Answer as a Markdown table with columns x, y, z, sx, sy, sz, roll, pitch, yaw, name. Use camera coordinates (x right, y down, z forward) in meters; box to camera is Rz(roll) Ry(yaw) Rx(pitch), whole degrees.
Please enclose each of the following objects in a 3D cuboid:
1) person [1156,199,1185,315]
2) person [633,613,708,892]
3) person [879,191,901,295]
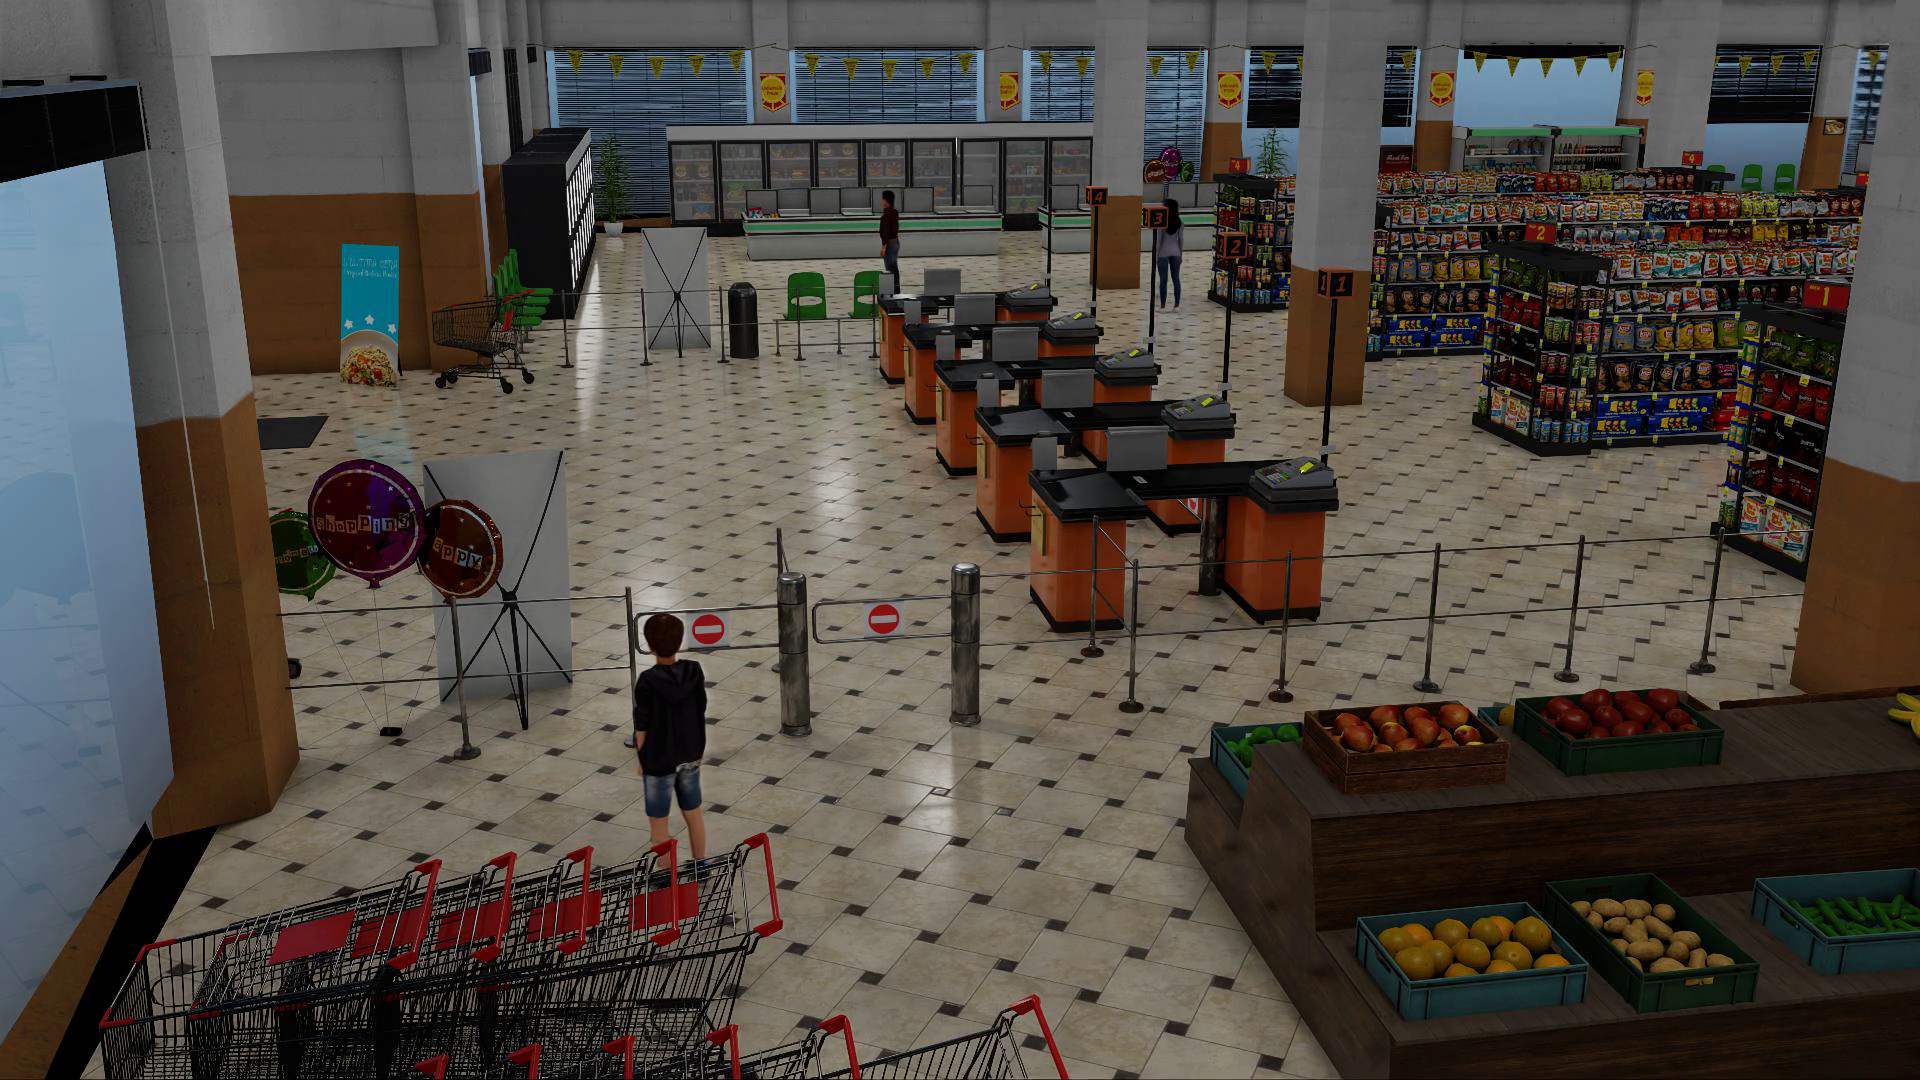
| x | y | z | sx | sy | sz | roll | pitch | yaw | name |
| --- | --- | --- | --- | --- | --- | --- | --- | --- | --- |
| 3.216 | -4.354 | 25.519 | 0.449 | 1.734 | 0.658 | -3 | 17 | -10 | person |
| -1.429 | 1.054 | 8.207 | 0.575 | 1.446 | 0.670 | -12 | 21 | -35 | person |
| -1.093 | -4.653 | 26.433 | 0.702 | 1.777 | 0.716 | 6 | 18 | 20 | person |
